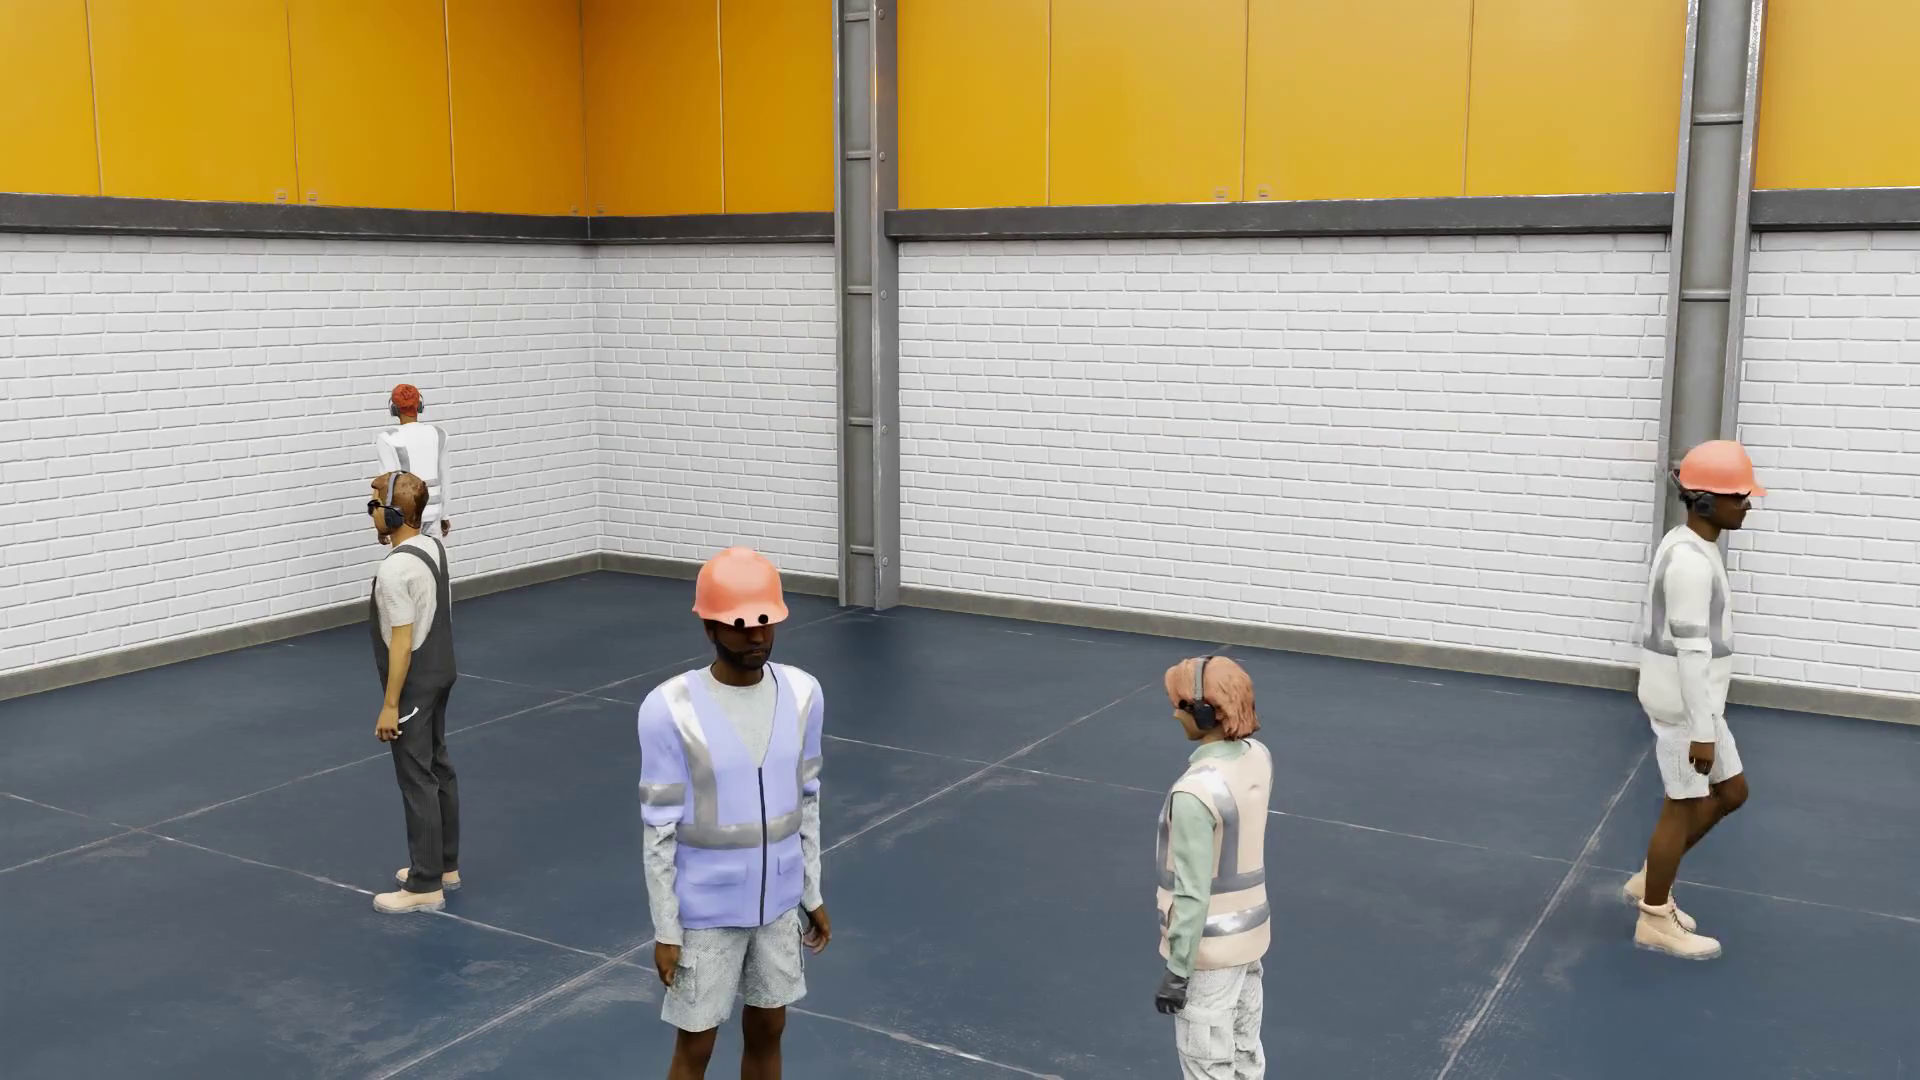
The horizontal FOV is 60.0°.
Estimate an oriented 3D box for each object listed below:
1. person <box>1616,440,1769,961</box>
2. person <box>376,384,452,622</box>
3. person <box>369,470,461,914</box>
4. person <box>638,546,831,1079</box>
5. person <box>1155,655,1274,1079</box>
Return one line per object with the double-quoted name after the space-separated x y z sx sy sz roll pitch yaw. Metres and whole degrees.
2.831 0.623 6.375 0.431 2.023 0.631 4 10 25 "person"
-3.829 -0.157 11.692 0.342 1.882 0.579 6 11 35 "person"
-2.285 0.626 6.925 0.345 1.846 0.508 0 9 2 "person"
-0.584 0.971 4.481 0.548 1.938 0.375 -7 11 -36 "person"
0.690 1.113 4.529 0.308 1.639 0.511 5 10 29 "person"
